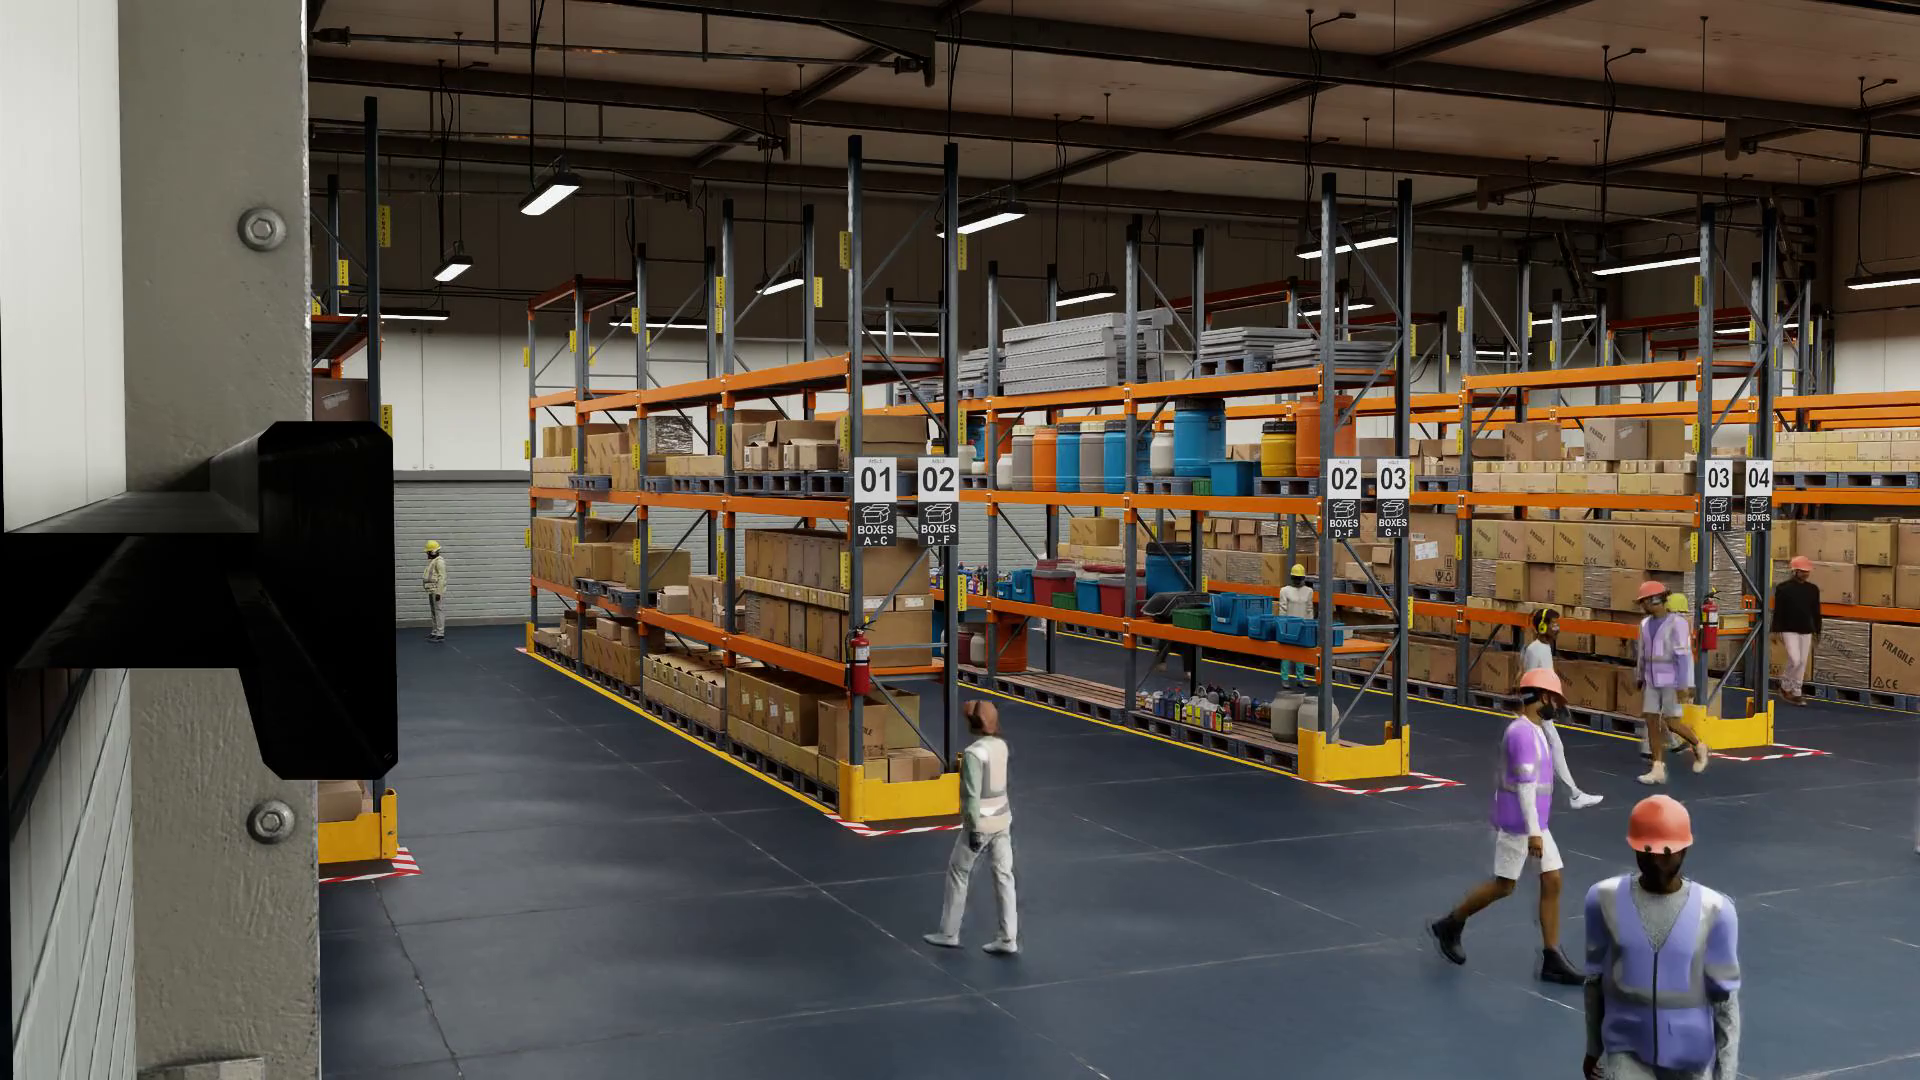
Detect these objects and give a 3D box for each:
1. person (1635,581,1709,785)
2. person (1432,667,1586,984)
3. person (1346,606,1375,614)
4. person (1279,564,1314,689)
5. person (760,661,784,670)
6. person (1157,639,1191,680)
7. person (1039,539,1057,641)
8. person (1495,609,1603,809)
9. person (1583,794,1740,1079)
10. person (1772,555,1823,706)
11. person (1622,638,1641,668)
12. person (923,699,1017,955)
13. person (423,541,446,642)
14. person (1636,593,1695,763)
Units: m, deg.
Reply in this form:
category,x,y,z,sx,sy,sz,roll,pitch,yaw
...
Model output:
category,x,y,z,sx,sy,sz,roll,pitch,yaw
person,7.026,1.397,17.709,0.751,1.998,0.638,-1,2,-23
person,3.386,1.715,10.965,0.919,1.877,0.582,2,3,35
person,6.753,1.114,30.105,0.498,1.599,0.824,-1,2,-17
person,4.773,1.227,25.343,0.533,1.764,0.349,-1,2,-15
person,-2.783,1.064,26.778,0.612,1.962,0.363,-1,3,-31
person,3.242,1.054,26.611,0.694,2.000,0.773,-1,2,-17
person,1.586,0.894,32.674,0.382,1.857,0.665,1,2,21
person,5.364,1.534,16.391,0.971,1.818,0.538,1,2,25
person,2.619,1.874,6.708,0.548,1.891,1.014,1,2,24
person,10.956,1.185,23.391,0.641,1.975,0.446,0,2,-8
person,9.128,1.209,24.034,0.553,1.899,0.931,0,2,-12
person,0.074,1.821,11.461,0.744,1.605,0.535,1,3,33
person,-9.487,0.921,32.342,0.403,1.823,0.586,-1,3,-30
person,7.520,1.454,18.906,0.916,1.782,0.614,-1,2,-25
